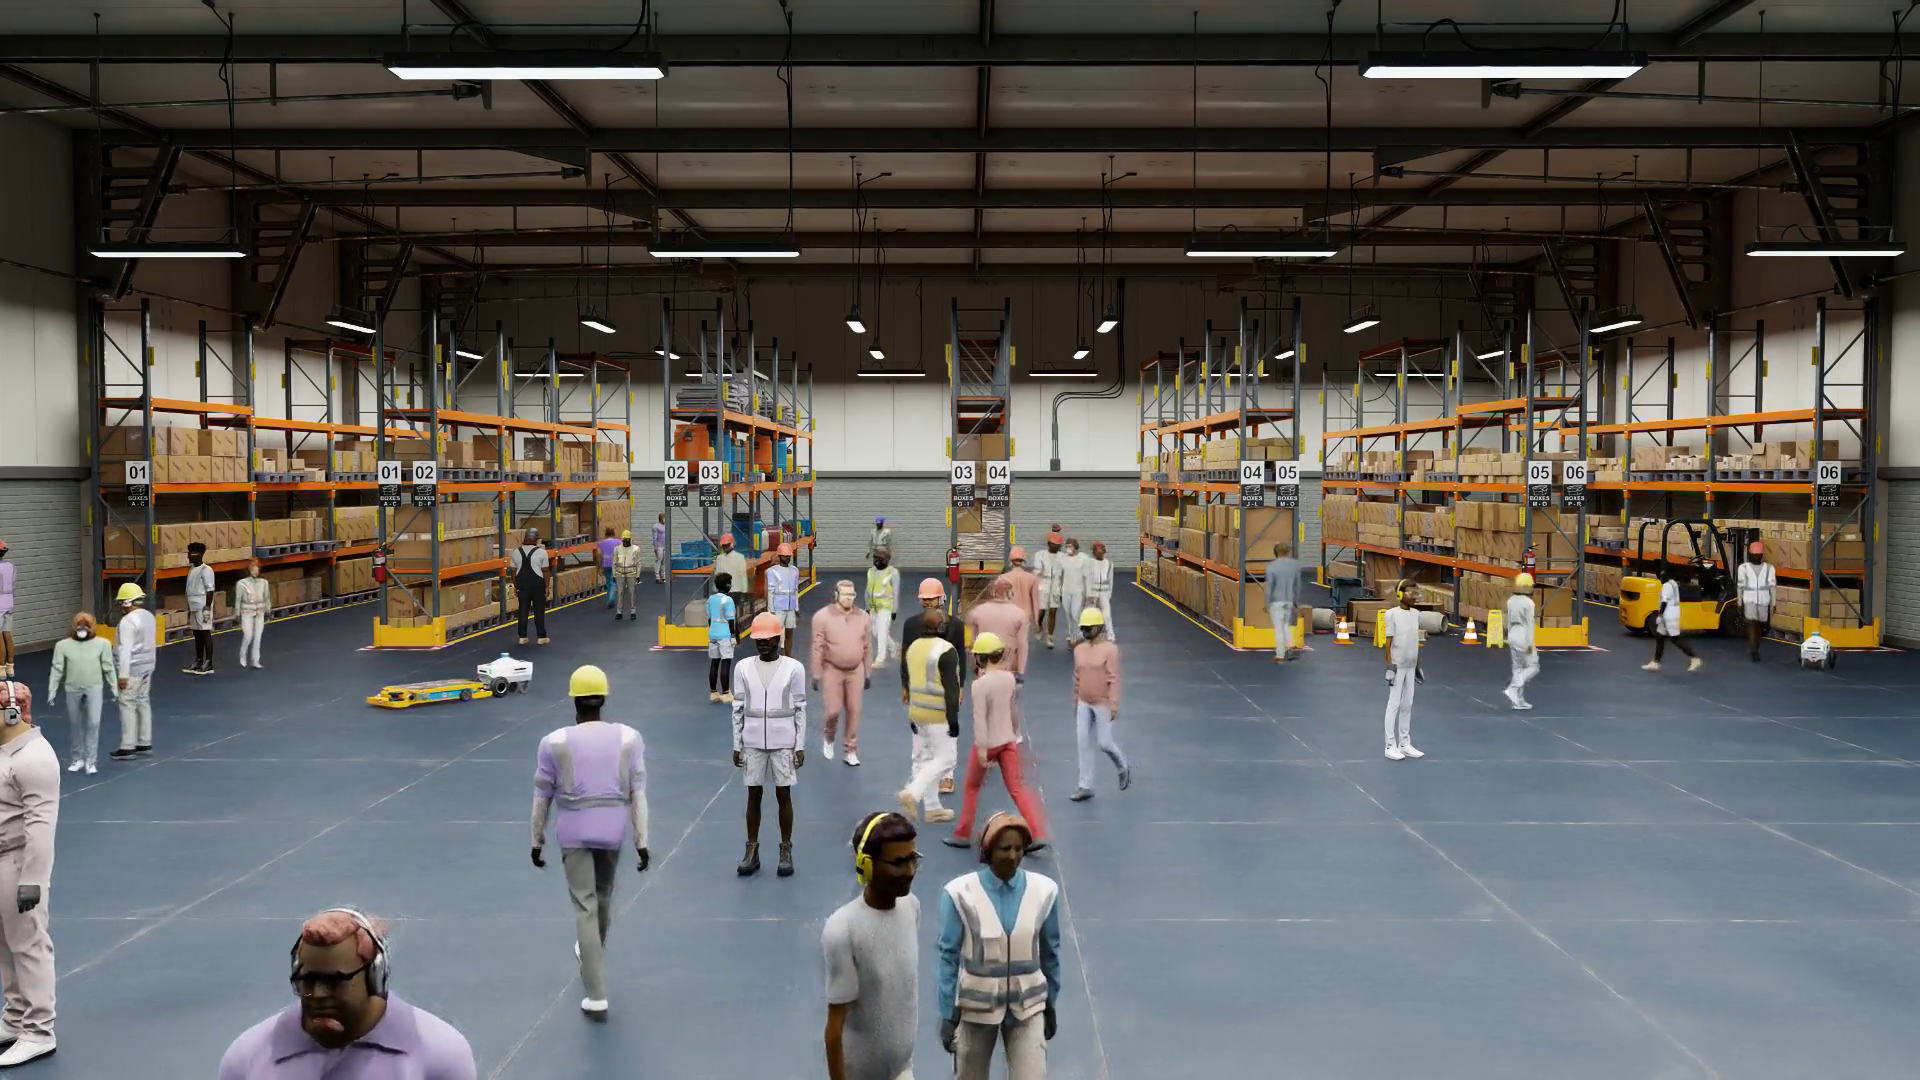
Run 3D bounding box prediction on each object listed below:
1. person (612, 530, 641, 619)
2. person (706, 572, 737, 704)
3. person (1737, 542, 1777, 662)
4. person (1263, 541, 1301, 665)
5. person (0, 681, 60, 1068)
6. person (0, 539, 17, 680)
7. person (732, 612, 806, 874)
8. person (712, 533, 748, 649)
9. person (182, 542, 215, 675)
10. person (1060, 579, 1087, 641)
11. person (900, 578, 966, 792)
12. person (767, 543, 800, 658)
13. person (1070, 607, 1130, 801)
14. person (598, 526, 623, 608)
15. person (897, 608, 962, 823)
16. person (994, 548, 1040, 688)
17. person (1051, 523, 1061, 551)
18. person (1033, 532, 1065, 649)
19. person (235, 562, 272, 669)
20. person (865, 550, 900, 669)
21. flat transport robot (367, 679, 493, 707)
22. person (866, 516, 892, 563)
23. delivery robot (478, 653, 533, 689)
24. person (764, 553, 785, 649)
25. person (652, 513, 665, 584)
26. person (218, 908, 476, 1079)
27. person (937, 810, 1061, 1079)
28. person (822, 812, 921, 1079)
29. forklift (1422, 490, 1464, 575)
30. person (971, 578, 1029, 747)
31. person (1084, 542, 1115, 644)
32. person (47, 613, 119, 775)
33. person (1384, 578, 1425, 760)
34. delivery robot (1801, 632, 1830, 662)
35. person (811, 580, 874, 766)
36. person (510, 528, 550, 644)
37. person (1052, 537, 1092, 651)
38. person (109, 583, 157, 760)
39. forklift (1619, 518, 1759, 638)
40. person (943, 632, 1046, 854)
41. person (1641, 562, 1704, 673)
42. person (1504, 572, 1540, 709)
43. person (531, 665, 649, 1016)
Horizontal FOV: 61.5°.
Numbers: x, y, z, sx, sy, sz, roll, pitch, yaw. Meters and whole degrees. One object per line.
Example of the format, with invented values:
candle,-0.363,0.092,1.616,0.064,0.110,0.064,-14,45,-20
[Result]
person,-6.842,0.708,33.104,0.590,1.836,0.404,0,2,-3
person,-3.069,1.265,20.869,0.320,1.692,0.531,-2,3,-44
person,12.767,0.972,25.875,0.557,1.894,0.975,1,2,19
person,5.009,0.974,25.235,0.652,1.928,0.435,-1,2,-22
person,-4.810,1.663,8.174,0.651,1.907,0.409,2,3,44
person,-13.940,0.992,23.387,0.373,2.044,0.606,0,2,-3
person,-1.419,1.498,11.955,0.552,1.936,0.360,0,2,4
person,-3.950,0.873,27.282,0.613,1.961,0.837,2,3,36
person,-11.308,1.005,24.000,0.600,1.967,0.369,2,3,41
person,2.040,0.983,28.887,0.489,1.618,0.420,1,2,20
person,-0.258,1.347,15.044,0.622,1.993,0.384,1,2,13
person,-2.631,1.011,24.263,0.553,1.936,0.369,-2,3,-41
person,1.268,1.480,14.745,0.530,1.747,0.591,2,3,41
person,-7.796,0.600,36.075,0.586,1.816,0.868,0,2,10
person,-0.296,1.495,13.611,0.628,1.820,0.648,-2,3,-35
person,0.772,1.077,22.559,0.637,1.940,1.014,0,2,-11
person,2.660,0.348,44.680,0.268,1.631,0.507,0,2,0
person,1.521,0.843,27.771,0.674,1.996,0.799,0,2,-8
person,-10.764,1.148,24.610,0.364,1.627,0.514,2,3,39
person,-1.153,1.048,24.898,0.629,1.821,0.716,2,3,40
flat transport robot,-6.881,1.981,20.984,0.652,0.197,1.431,2,3,40
person,-2.055,0.325,41.939,0.617,1.916,0.954,1,3,28
delivery robot,-6.120,1.765,21.749,0.477,0.478,0.707,2,3,40
person,-3.097,1.034,27.382,0.561,1.636,0.313,1,2,24
person,-8.151,0.217,44.209,0.372,1.940,0.629,1,3,33
person,-1.563,1.843,4.109,0.653,1.875,0.900,0,2,-2
person,0.144,1.872,6.488,0.524,1.612,0.739,-1,2,-12
person,-0.300,1.817,5.480,1.000,1.822,0.558,2,3,37
forklift,13.926,-0.371,47.846,1.873,2.768,1.129,0,2,0
person,0.422,1.331,17.188,0.650,1.859,0.987,1,2,14
person,2.376,0.935,27.611,0.565,1.818,1.025,0,2,-12
person,-8.632,1.510,15.885,0.597,1.589,0.818,-1,2,-24
person,4.647,1.335,16.858,0.517,1.875,0.328,-2,3,-34
delivery robot,13.072,1.649,24.660,0.477,0.478,0.707,1,3,33
person,-1.182,1.345,16.394,0.671,1.890,0.438,-1,2,-24
person,-7.498,0.818,28.329,0.688,2.000,0.536,0,2,8
person,1.853,0.911,27.088,0.646,1.905,0.765,1,3,30
person,-8.644,1.359,16.889,0.403,1.826,0.613,0,2,-1
forklift,13.417,0.684,29.791,2.313,2.155,1.214,0,2,0
person,0.289,1.584,12.612,0.918,1.727,0.522,2,3,45
person,10.668,1.151,24.115,0.831,1.664,0.540,1,3,29
person,7.030,1.271,20.286,0.430,1.733,0.487,-1,2,-21
person,-2.098,1.645,9.105,0.609,1.869,1.022,-1,3,-28
